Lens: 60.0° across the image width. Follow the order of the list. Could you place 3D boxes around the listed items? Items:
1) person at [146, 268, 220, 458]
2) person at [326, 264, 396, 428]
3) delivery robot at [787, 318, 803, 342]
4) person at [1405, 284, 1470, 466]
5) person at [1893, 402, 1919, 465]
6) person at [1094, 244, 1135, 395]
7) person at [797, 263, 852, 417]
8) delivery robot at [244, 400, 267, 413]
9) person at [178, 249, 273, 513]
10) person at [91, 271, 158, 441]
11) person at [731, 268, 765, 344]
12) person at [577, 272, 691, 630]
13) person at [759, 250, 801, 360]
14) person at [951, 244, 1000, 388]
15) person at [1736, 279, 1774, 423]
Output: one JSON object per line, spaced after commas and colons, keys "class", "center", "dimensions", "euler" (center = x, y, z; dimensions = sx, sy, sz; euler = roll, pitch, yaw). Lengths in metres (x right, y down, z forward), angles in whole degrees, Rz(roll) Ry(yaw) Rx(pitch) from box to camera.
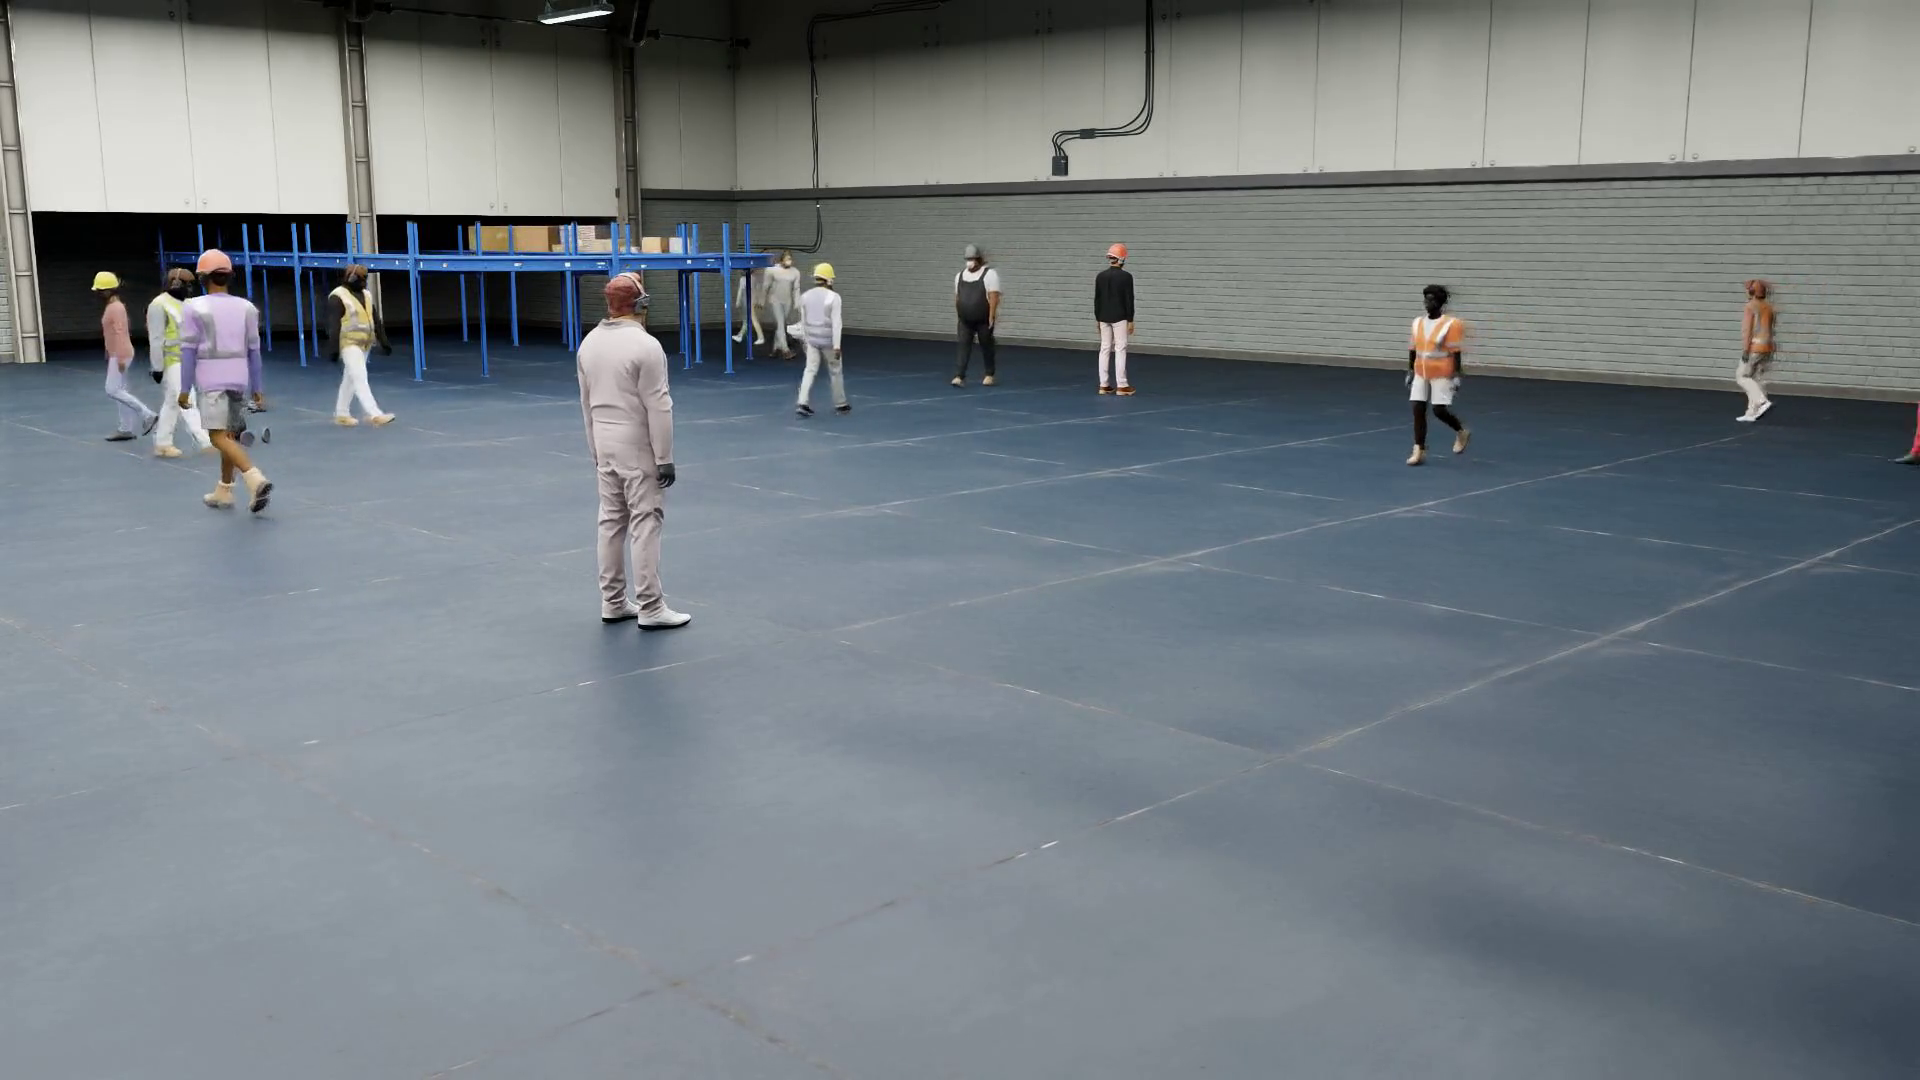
{"class": "person", "center": [-7.347, -1.676, 15.843], "dimensions": [0.943, 1.790, 0.624], "euler": [1, 10, 6]}
{"class": "person", "center": [-6.622, -2.138, 18.375], "dimensions": [0.923, 1.781, 0.618], "euler": [3, 11, 14]}
{"class": "delivery robot", "center": [-2.974, -3.968, 31.578], "dimensions": [0.477, 0.478, 0.707], "euler": [-9, 14, -40]}
{"class": "person", "center": [4.436, -1.537, 15.396], "dimensions": [0.568, 1.677, 0.553], "euler": [-8, 13, -38]}
{"class": "person", "center": [8.880, -1.506, 15.025], "dimensions": [0.750, 1.737, 0.556], "euler": [-2, 11, -10]}
{"class": "person", "center": [2.075, -2.944, 22.203], "dimensions": [0.612, 1.996, 0.389], "euler": [9, 14, 42]}
{"class": "person", "center": [-1.623, -2.345, 19.505], "dimensions": [0.603, 1.792, 0.909], "euler": [6, 12, 30]}
{"class": "delivery robot", "center": [-7.448, -1.434, 17.051], "dimensions": [0.698, 0.223, 0.335], "euler": [5, 11, 24]}
{"class": "person", "center": [-5.590, -1.209, 12.716], "dimensions": [0.931, 2.013, 0.611], "euler": [6, 12, 30]}
{"class": "person", "center": [-8.664, -1.895, 17.175], "dimensions": [0.445, 1.745, 0.564], "euler": [-6, 12, -30]}
{"class": "person", "center": [-4.153, -4.609, 32.414], "dimensions": [0.886, 1.577, 0.514], "euler": [5, 12, 26]}
{"class": "person", "center": [-1.759, -0.480, 8.998], "dimensions": [0.641, 1.913, 0.407], "euler": [8, 13, 38]}
{"class": "person", "center": [-3.111, -4.077, 28.758], "dimensions": [0.671, 1.873, 0.992], "euler": [-5, 12, -27]}
{"class": "person", "center": [0.220, -3.153, 23.338], "dimensions": [0.685, 2.000, 1.016], "euler": [4, 11, 22]}
{"class": "person", "center": [9.013, -2.128, 18.771], "dimensions": [0.518, 1.619, 0.437], "euler": [-6, 12, -29]}
